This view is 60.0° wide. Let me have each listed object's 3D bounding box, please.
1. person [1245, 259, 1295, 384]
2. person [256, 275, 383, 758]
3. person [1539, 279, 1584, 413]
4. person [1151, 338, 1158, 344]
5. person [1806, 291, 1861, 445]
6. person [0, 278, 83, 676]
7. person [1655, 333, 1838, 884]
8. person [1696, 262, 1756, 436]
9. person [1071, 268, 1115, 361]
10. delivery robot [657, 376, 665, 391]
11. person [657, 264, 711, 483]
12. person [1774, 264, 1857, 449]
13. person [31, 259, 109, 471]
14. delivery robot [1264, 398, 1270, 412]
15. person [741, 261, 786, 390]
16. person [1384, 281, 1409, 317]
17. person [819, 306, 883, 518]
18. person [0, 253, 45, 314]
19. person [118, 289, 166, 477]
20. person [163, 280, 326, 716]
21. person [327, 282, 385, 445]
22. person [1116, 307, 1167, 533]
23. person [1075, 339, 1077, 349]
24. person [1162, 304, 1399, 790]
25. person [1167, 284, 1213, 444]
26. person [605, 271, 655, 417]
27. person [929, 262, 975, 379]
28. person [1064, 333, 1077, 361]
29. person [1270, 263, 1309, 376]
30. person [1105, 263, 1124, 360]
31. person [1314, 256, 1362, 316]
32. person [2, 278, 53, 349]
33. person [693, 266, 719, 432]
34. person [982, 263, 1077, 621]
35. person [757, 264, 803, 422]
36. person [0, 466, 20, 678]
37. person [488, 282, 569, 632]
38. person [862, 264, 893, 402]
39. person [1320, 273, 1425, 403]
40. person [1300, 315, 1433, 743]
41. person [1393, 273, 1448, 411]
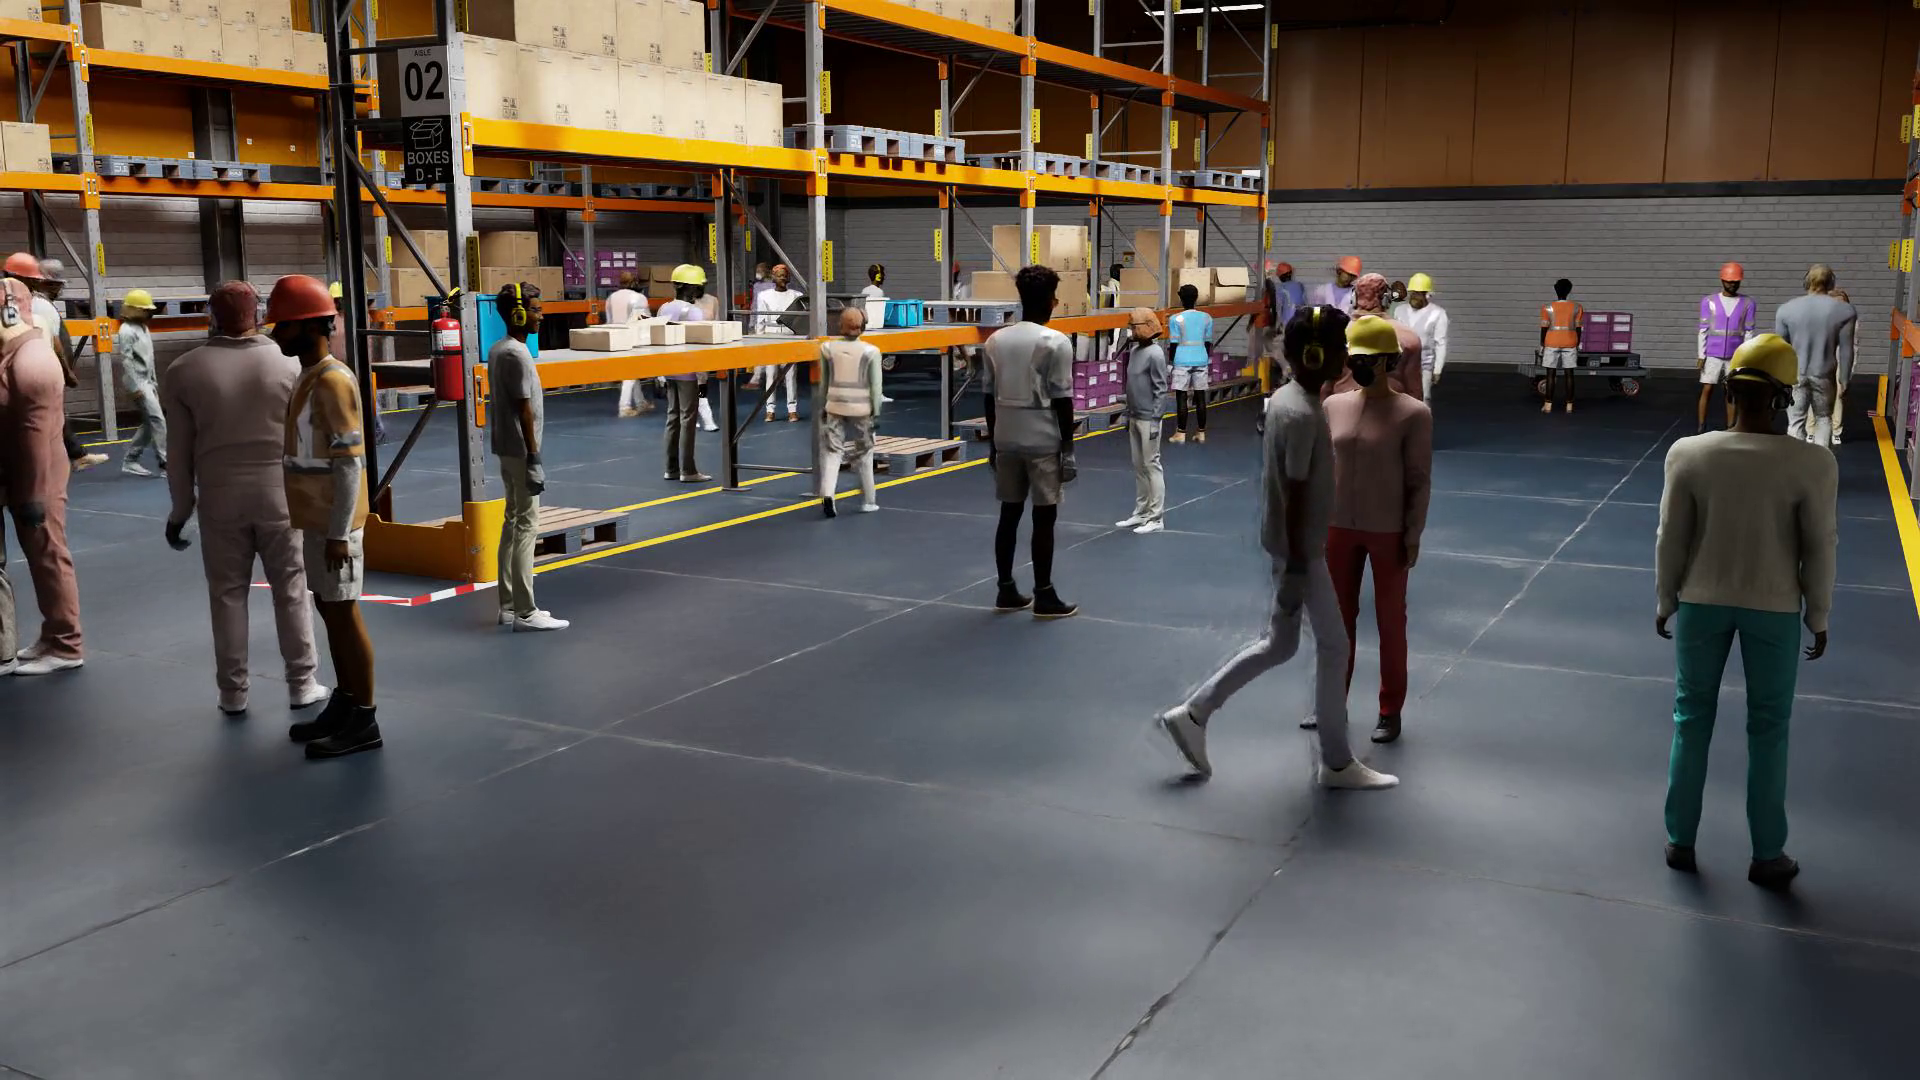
[{"bbox_3d":[4.712,-3.345,25.532,1.028,1.955,0.604,0,10,-1],"label":"person"},{"bbox_3d":[-2.583,-0.091,6.705,0.370,1.933,0.553,-6,11,-31],"label":"person"},{"bbox_3d":[7.609,-2.455,21.079,0.530,1.697,0.321,2,10,9],"label":"person"},{"bbox_3d":[2.931,-3.186,24.775,0.354,1.883,0.576,-4,11,-24],"label":"person"},{"bbox_3d":[9.218,-1.818,17.601,0.496,1.629,0.277,4,11,22],"label":"person"},{"bbox_3d":[-4.521,-0.305,8.040,0.402,1.905,0.654,-6,12,-32],"label":"person"},{"bbox_3d":[2.537,0.219,5.401,0.533,1.767,0.327,7,12,34],"label":"person"},{"bbox_3d":[8.159,-1.988,17.736,0.546,1.927,0.410,3,10,19],"label":"person"},{"bbox_3d":[1.830,-2.839,22.927,0.626,1.836,0.430,-1,10,-4],"label":"person"},{"bbox_3d":[-3.953,-2.257,22.967,0.477,0.478,0.707,-4,10,-21],"label":"delivery robot"},{"bbox_3d":[-2.433,-1.467,14.724,0.392,1.922,0.590,-10,14,-44],"label":"person"},{"bbox_3d":[7.334,-1.408,14.359,0.643,1.920,0.503,4,11,24],"label":"person"},{"bbox_3d":[-8.284,-1.572,14.973,1.089,2.000,0.690,-6,11,-31],"label":"person"},{"bbox_3d":[3.636,-1.425,18.153,0.477,0.478,0.707,-5,11,-25],"label":"delivery robot"},{"bbox_3d":[-2.857,-3.210,24.840,0.924,1.913,0.629,-6,11,-31],"label":"person"},{"bbox_3d":[6.060,-2.776,23.123,0.503,1.633,0.280,7,12,34],"label":"person"},{"bbox_3d":[-0.845,-0.978,12.752,0.531,1.619,0.650,2,10,13],"label":"person"},{"bbox_3d":[-8.014,-1.421,14.211,0.635,2.017,0.418,7,12,34],"label":"person"},{"bbox_3d":[-7.272,-1.392,14.892,0.588,1.701,0.551,-2,10,-9],"label":"person"},{"bbox_3d":[-3.121,-0.175,7.305,0.702,1.905,0.402,-4,11,-22],"label":"person"},{"bbox_3d":[-6.287,-1.802,17.193,0.524,1.731,0.861,2,10,10],"label":"person"},{"bbox_3d":[1.330,-0.866,12.063,0.266,1.631,0.507,-3,10,-18],"label":"person"},{"bbox_3d":[1.638,-3.296,25.245,0.993,1.935,0.619,-7,12,-35],"label":"person"},{"bbox_3d":[1.225,0.038,6.260,0.828,1.838,0.538,0,10,1],"label":"person"},{"bbox_3d":[2.426,-1.856,17.632,0.531,1.692,0.320,-4,11,-23],"label":"person"},{"bbox_3d":[-4.063,-2.450,20.768,0.627,1.805,0.831,6,12,33],"label":"person"},{"bbox_3d":[-0.093,-3.539,26.861,1.014,1.888,0.541,-8,13,-39],"label":"person"},{"bbox_3d":[1.482,-3.102,24.283,0.640,1.898,1.014,6,12,33],"label":"person"},{"bbox_3d":[5.429,-3.573,27.095,0.600,1.863,0.979,-6,11,-31],"label":"person"},{"bbox_3d":[2.624,-3.712,27.939,0.429,1.845,0.621,2,10,12],"label":"person"},{"bbox_3d":[4.297,-2.272,19.184,0.782,1.989,0.500,5,11,28],"label":"person"},{"bbox_3d":[-7.524,-1.185,13.390,0.414,1.823,0.607,0,10,-1],"label":"person"},{"bbox_3d":[-2.997,-2.191,19.043,0.599,1.885,0.984,-7,12,-35],"label":"person"},{"bbox_3d":[0.399,-0.540,9.216,0.612,1.962,0.364,9,13,42],"label":"person"},{"bbox_3d":[-2.143,-2.352,19.944,0.575,1.884,0.355,-1,10,-7],"label":"person"},{"bbox_3d":[-4.695,-0.155,7.921,0.309,1.645,0.514,-7,12,-37],"label":"person"},{"bbox_3d":[-2.348,-0.443,8.936,0.312,1.869,0.538,-6,11,-31],"label":"person"},{"bbox_3d":[-1.152,-2.803,22.622,0.310,1.861,0.533,-7,12,-35],"label":"person"},{"bbox_3d":[2.453,-0.641,9.995,0.636,1.902,0.405,3,10,18],"label":"person"},{"bbox_3d":[1.693,-0.045,6.934,0.526,1.768,0.315,8,13,39],"label":"person"},{"bbox_3d":[4.525,-1.748,16.639,0.628,1.811,0.652,8,13,39],"label":"person"}]
